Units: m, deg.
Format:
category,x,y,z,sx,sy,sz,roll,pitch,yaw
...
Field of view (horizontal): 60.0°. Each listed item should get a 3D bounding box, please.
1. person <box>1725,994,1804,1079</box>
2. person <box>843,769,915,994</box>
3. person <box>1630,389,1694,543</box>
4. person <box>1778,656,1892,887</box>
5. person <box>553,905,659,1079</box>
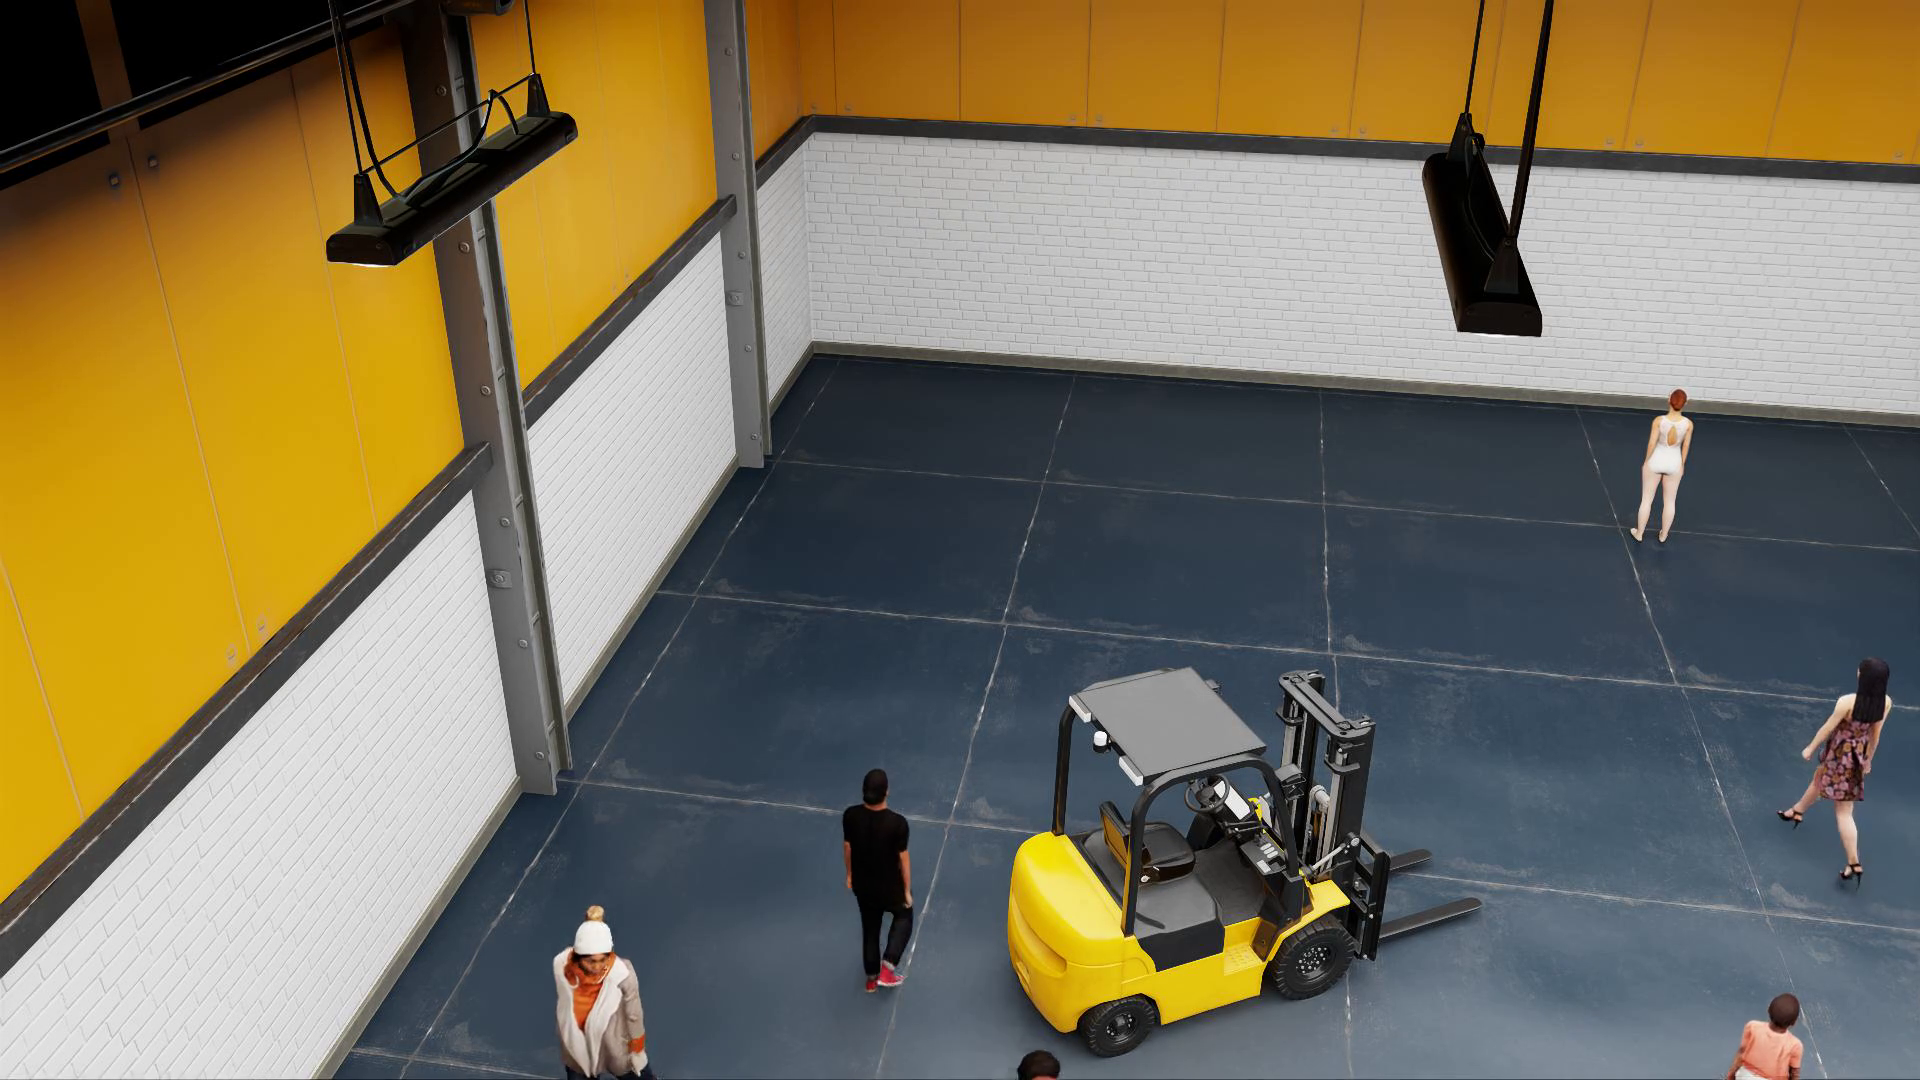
category,x,y,z,sx,sy,sz,roll,pitch,yaw
person,4.653,3.218,9.720,0.801,1.280,0.943,24,37,37
person,-0.555,2.306,10.906,0.698,1.745,0.701,10,30,18
person,7.027,-0.740,16.597,0.551,1.643,0.484,6,29,11
person,6.456,1.681,12.074,0.960,1.723,1.241,-7,29,-13
person,-2.062,2.844,9.816,0.726,1.844,1.142,7,29,12
